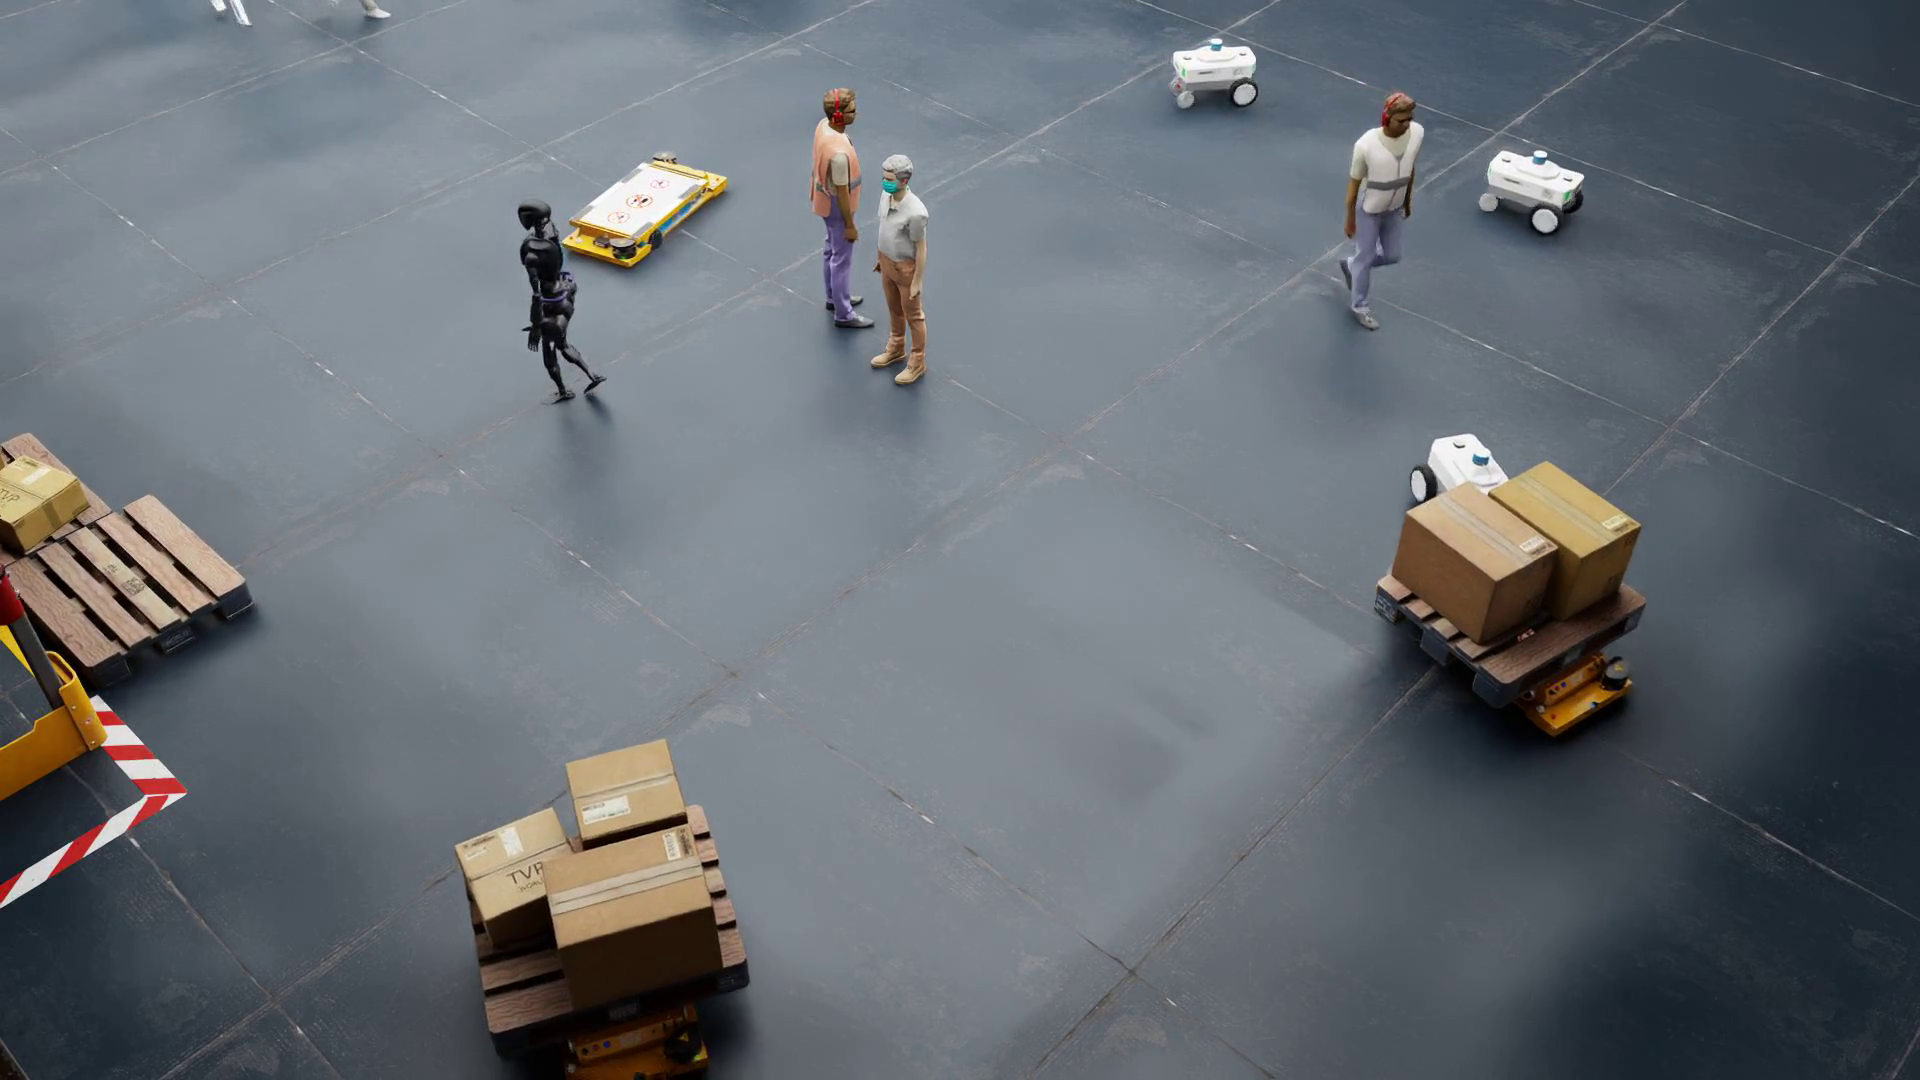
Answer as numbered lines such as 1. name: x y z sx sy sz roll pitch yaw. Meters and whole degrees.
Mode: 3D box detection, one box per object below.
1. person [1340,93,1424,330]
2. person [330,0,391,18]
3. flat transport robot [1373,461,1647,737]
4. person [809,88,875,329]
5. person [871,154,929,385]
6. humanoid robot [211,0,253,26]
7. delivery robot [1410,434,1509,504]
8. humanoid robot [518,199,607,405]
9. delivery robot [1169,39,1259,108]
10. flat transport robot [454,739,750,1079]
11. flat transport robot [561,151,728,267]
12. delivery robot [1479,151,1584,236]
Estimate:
1. person: 3.016 -2.411 12.035 0.589 1.832 0.507 -20 46 -20
2. person: -5.958 -5.767 15.922 0.589 1.618 0.541 -3 42 -3
3. flat transport robot: 3.226 0.545 9.920 0.659 0.231 1.431 -24 47 -24
4. person: -0.881 -2.395 12.009 0.396 1.847 0.563 -9 43 -10
5. person: -0.420 -1.885 11.516 0.320 1.748 0.471 -29 49 -28
6. humanoid robot: -7.206 -5.786 15.871 0.536 1.745 0.951 -26 48 -26
7. delivery robot: 3.289 -0.340 10.703 0.499 0.612 0.814 -10 43 -11
8. humanoid robot: -2.733 -1.600 11.270 0.485 1.641 0.588 2 42 2
9. delivery robot: 2.298 -4.227 15.001 0.768 0.581 0.499 -7 42 -7
10. flat transport robot: -1.727 2.052 8.245 0.659 0.231 1.431 -13 44 -14
11. flat transport robot: -2.555 -2.701 13.529 0.659 0.231 1.431 19 45 20
12. delivery robot: 4.667 -2.851 13.495 0.807 0.613 0.499 26 48 26
